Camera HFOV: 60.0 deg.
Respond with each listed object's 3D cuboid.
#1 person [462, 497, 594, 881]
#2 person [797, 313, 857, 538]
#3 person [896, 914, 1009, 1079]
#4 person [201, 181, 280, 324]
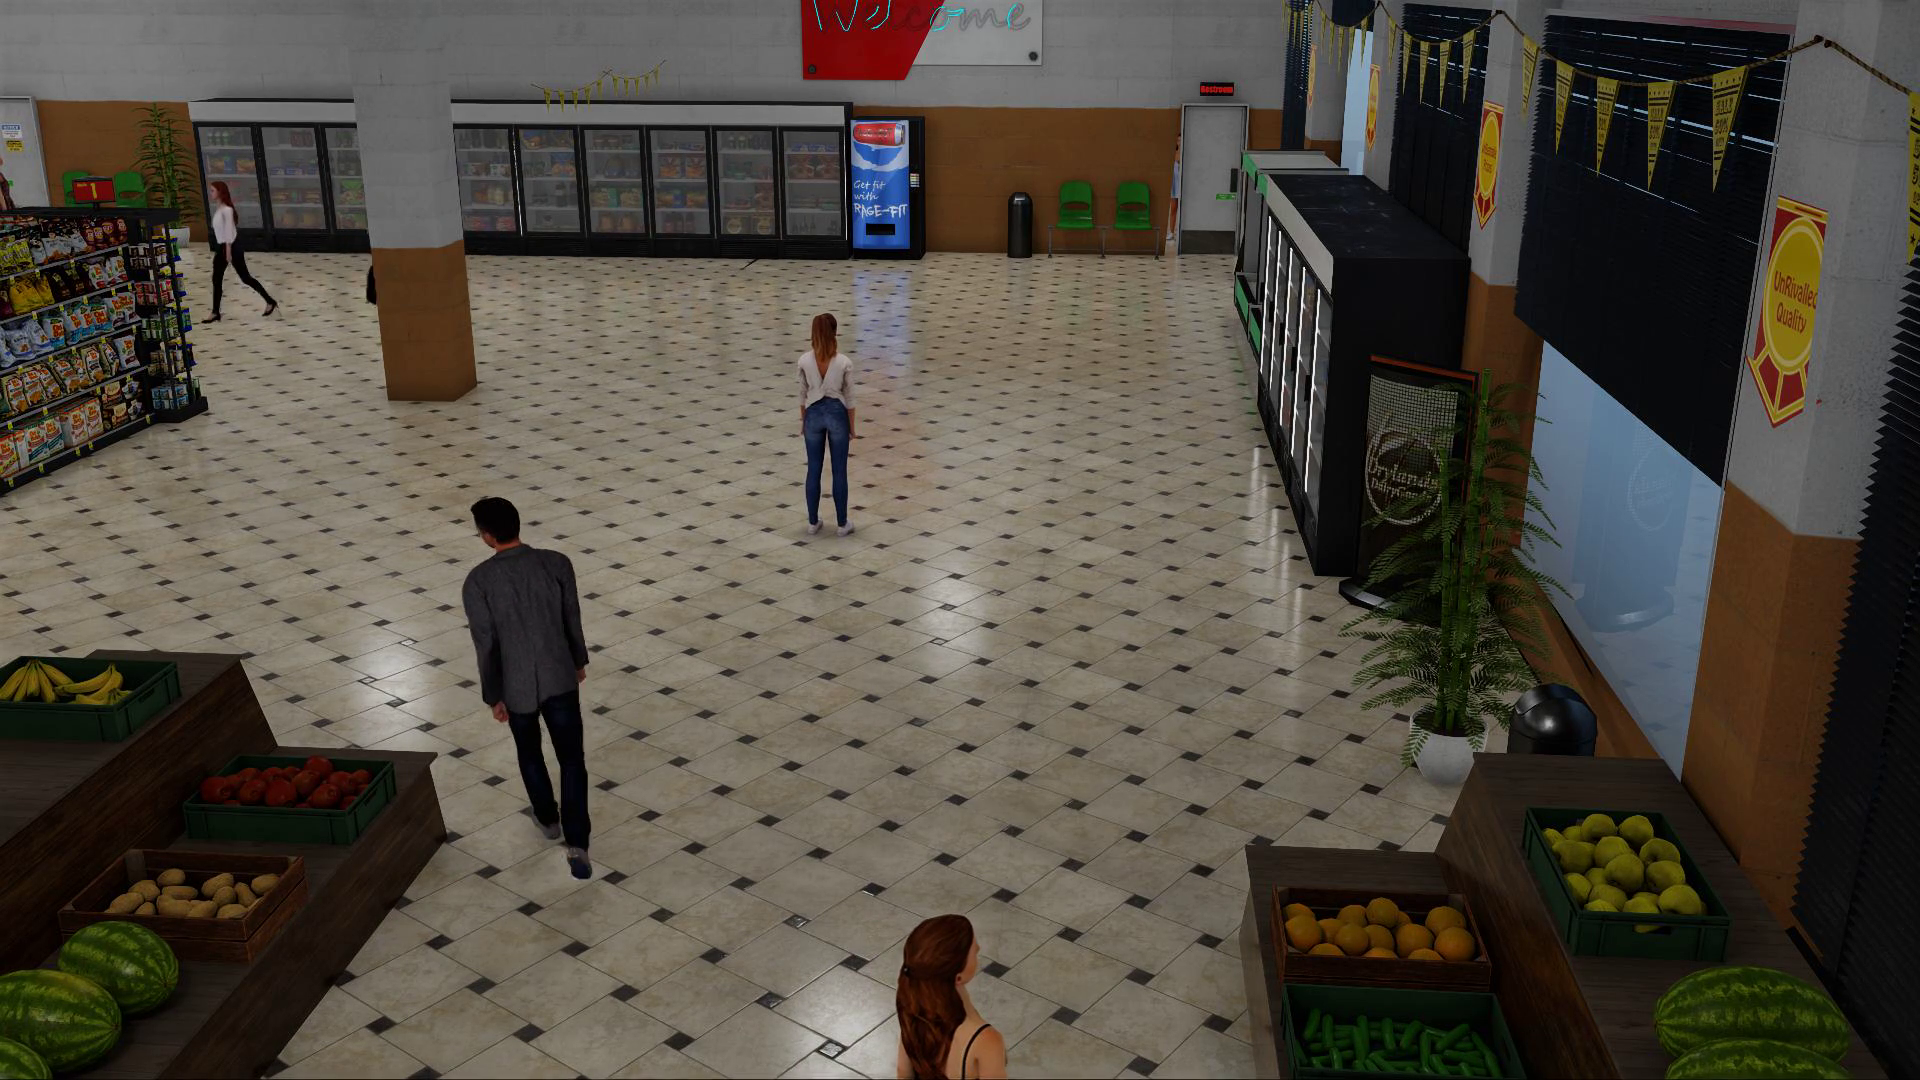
[{"bbox_3d":[-1.963,0.723,7.793,1.032,1.825,1.285,-5,19,-15],"label":"person"},{"bbox_3d":[-1.022,-0.880,12.709,0.589,1.721,0.501,2,19,5],"label":"person"},{"bbox_3d":[-0.035,1.815,4.865,0.677,1.625,0.727,17,25,41],"label":"person"},{"bbox_3d":[-8.941,-3.533,20.585,1.173,1.716,1.140,-14,23,-35],"label":"person"}]
